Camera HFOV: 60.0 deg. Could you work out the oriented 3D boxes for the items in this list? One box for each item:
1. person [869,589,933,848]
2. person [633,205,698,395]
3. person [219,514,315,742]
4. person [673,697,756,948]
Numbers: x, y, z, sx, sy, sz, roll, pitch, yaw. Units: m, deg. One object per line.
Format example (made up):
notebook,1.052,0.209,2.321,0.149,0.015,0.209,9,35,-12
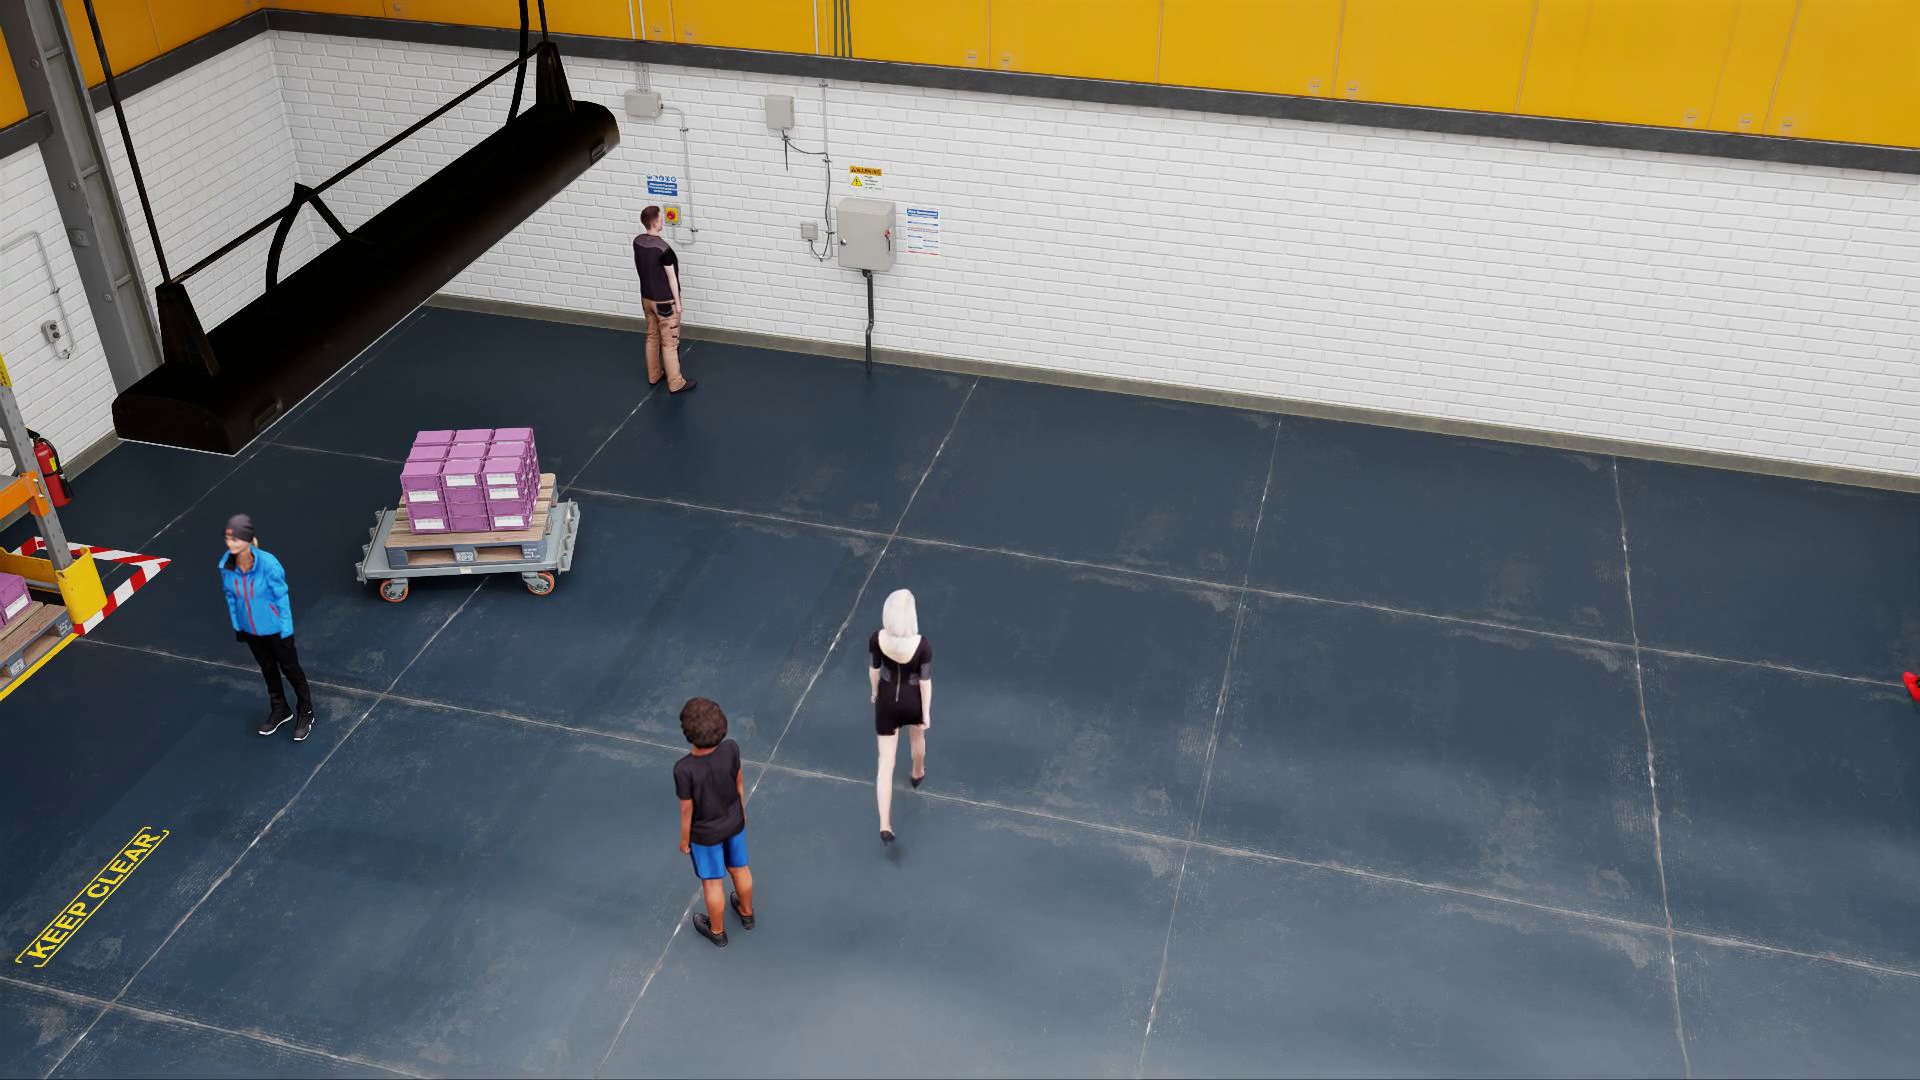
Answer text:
person,-0.410,1.142,10.621,0.672,1.789,1.169,4,34,6
person,-2.851,-2.294,15.743,0.770,1.841,0.753,26,41,33
person,-4.768,0.595,11.439,0.609,1.795,0.500,8,35,12
person,-1.442,1.669,9.818,0.694,1.800,0.771,-23,40,-30
